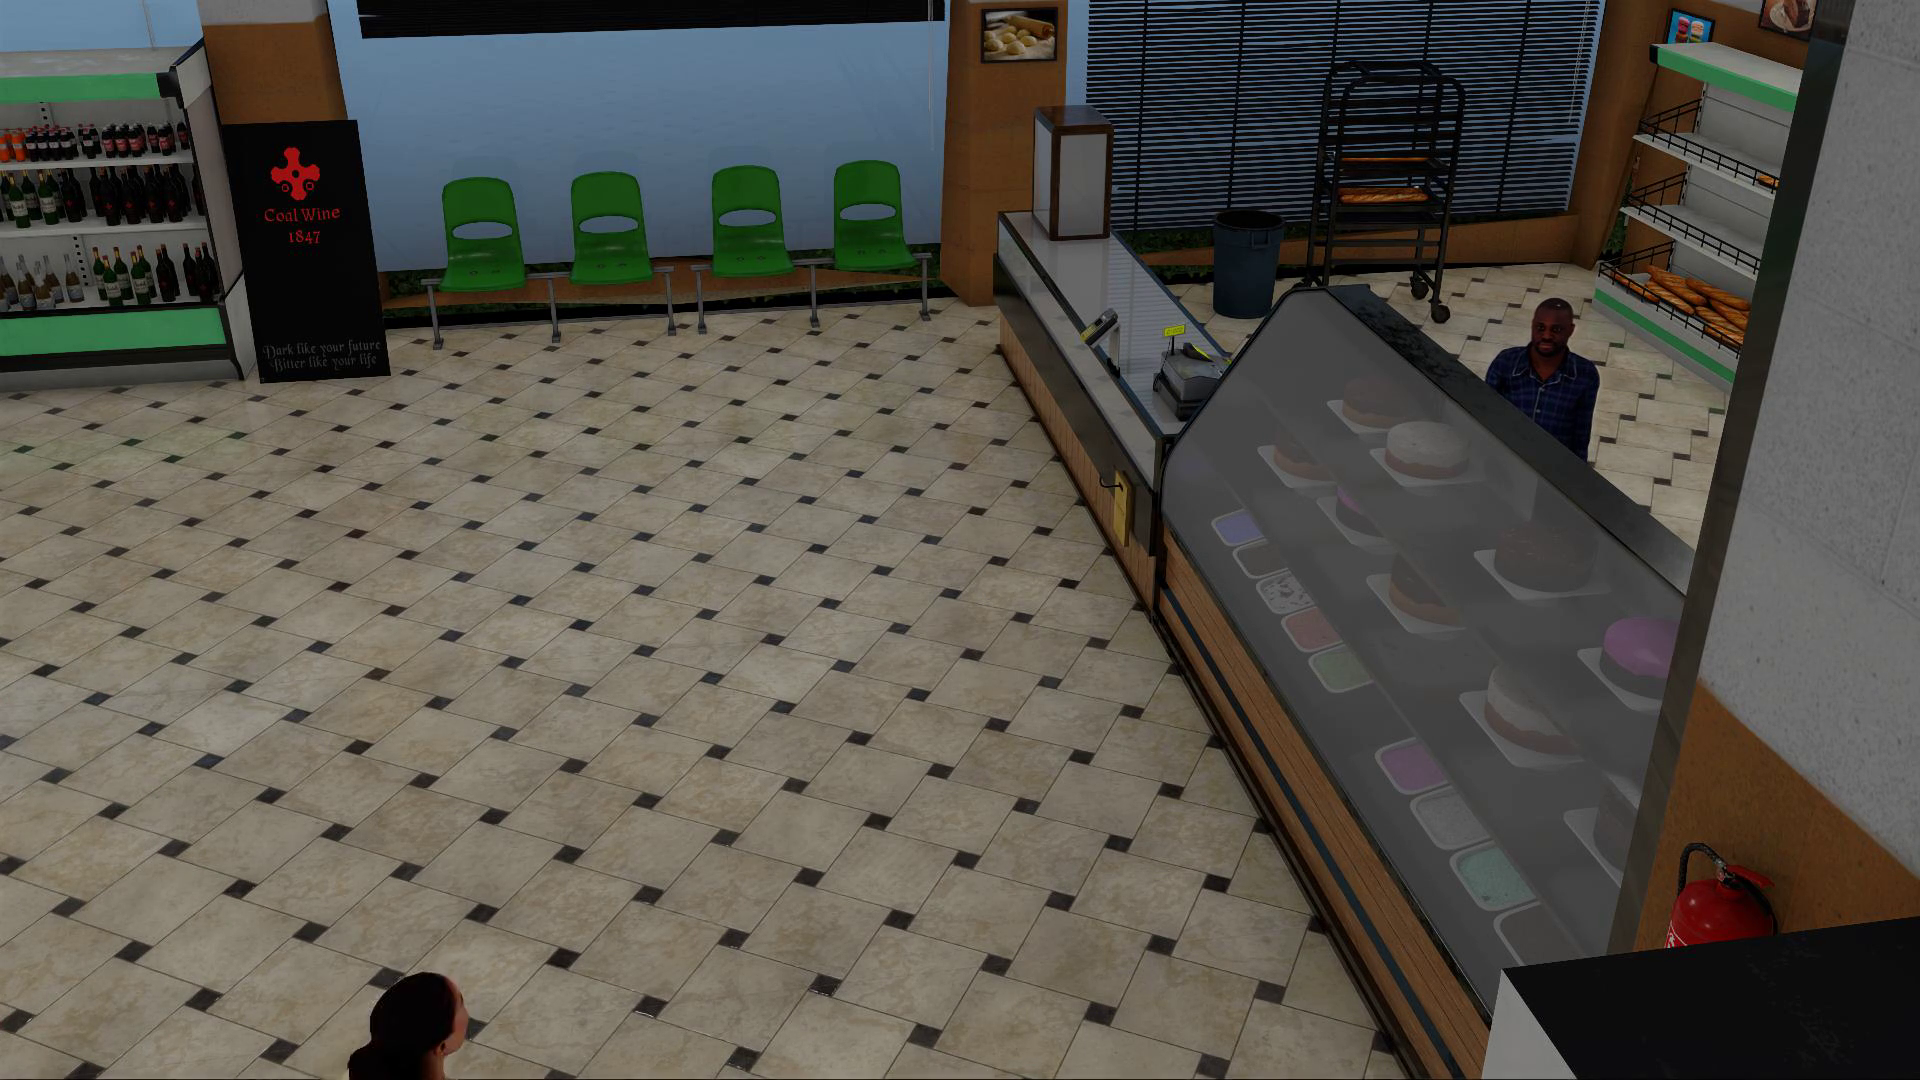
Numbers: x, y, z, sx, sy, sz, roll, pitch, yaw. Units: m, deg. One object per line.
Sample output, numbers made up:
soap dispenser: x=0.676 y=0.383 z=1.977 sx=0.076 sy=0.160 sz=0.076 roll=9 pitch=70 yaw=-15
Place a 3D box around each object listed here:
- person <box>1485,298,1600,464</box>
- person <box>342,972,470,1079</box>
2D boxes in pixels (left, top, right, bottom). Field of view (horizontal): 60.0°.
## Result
person: x=2.577 y=-0.235 z=7.591 sx=0.725 sy=1.825 sz=0.832 roll=9 pitch=28 yaw=18
person: x=-1.253 y=1.751 z=3.917 sx=0.959 sy=1.606 sz=0.988 roll=13 pitch=30 yaw=24
